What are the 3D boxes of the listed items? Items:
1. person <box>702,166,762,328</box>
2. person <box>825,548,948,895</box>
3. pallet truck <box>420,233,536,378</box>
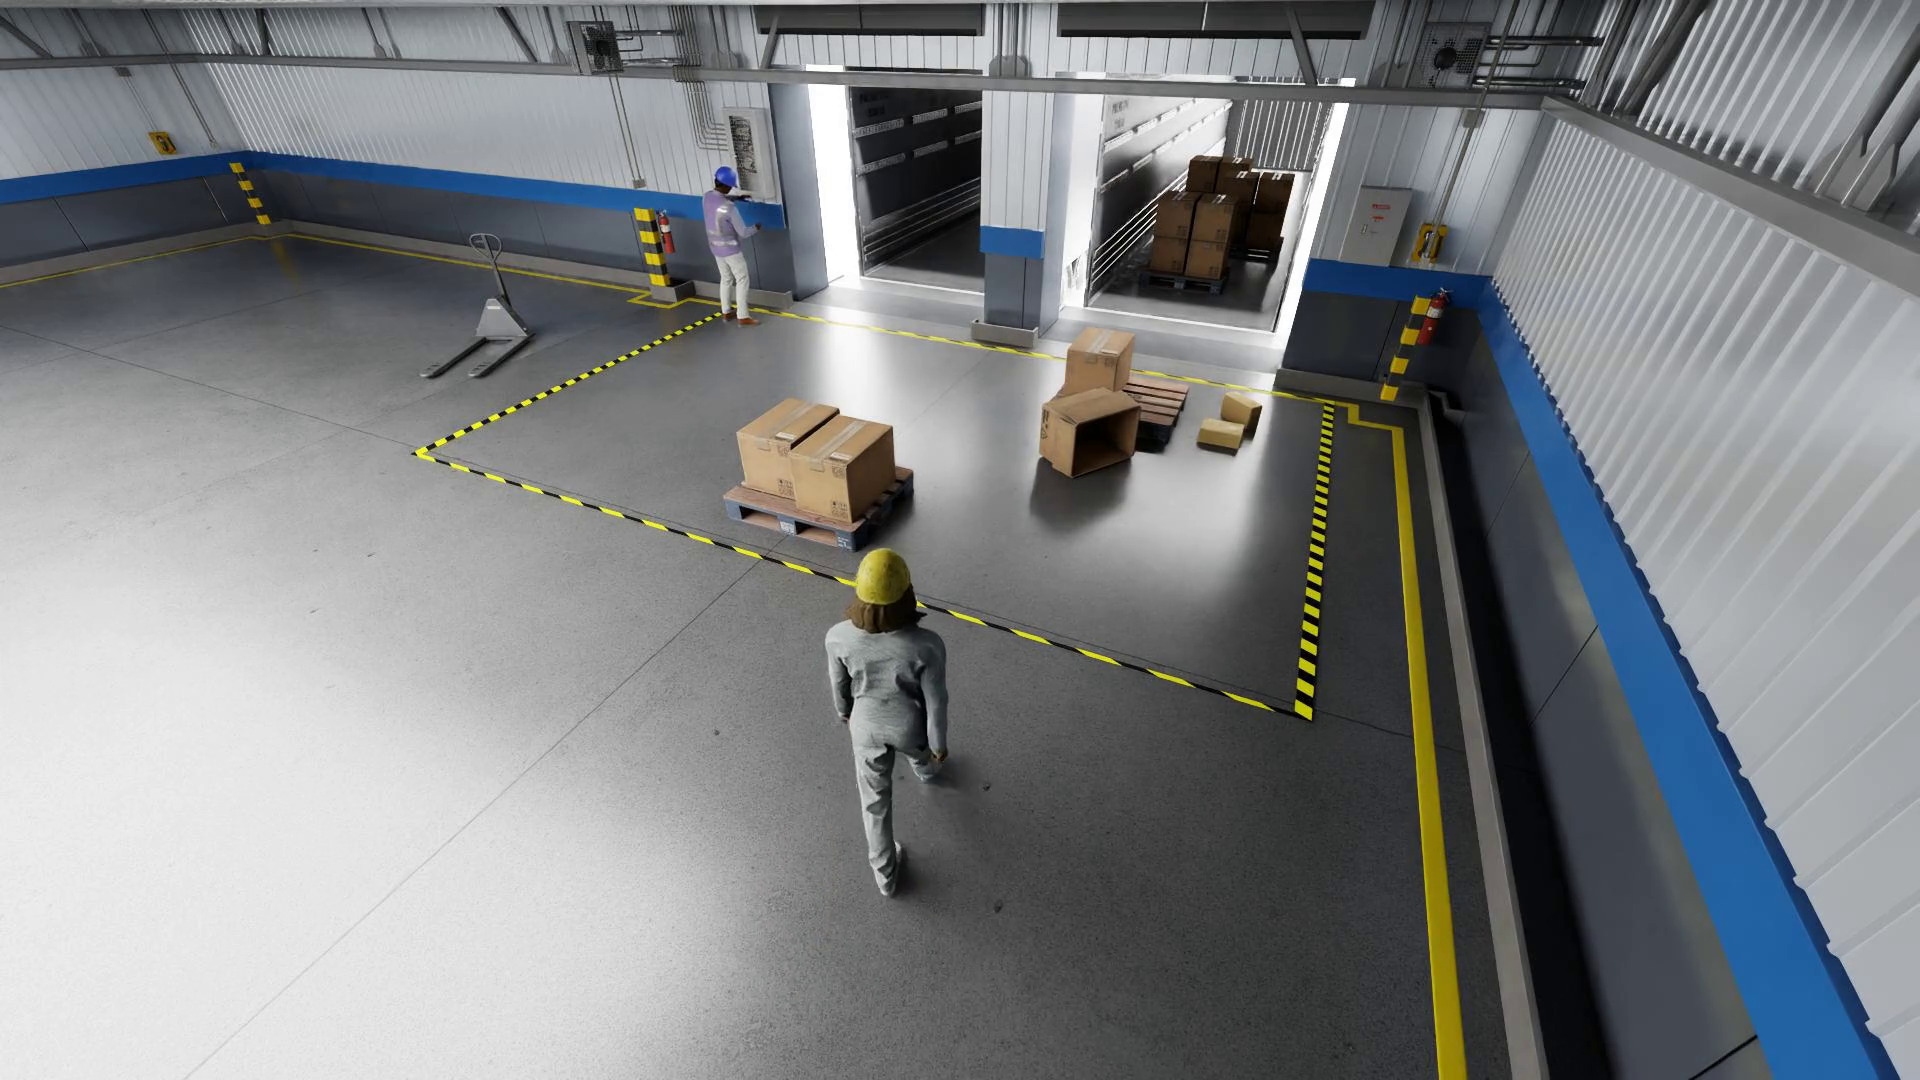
[{"bbox_3d":[-2.834,-3.725,9.297,0.766,1.882,0.762,24,42,30],"label":"person"},{"bbox_3d":[-0.284,0.706,3.214,0.508,1.702,0.857,3,36,5],"label":"person"},{"bbox_3d":[-5.664,-2.712,8.427,0.680,1.201,1.601,0,35,-1],"label":"pallet truck"}]
